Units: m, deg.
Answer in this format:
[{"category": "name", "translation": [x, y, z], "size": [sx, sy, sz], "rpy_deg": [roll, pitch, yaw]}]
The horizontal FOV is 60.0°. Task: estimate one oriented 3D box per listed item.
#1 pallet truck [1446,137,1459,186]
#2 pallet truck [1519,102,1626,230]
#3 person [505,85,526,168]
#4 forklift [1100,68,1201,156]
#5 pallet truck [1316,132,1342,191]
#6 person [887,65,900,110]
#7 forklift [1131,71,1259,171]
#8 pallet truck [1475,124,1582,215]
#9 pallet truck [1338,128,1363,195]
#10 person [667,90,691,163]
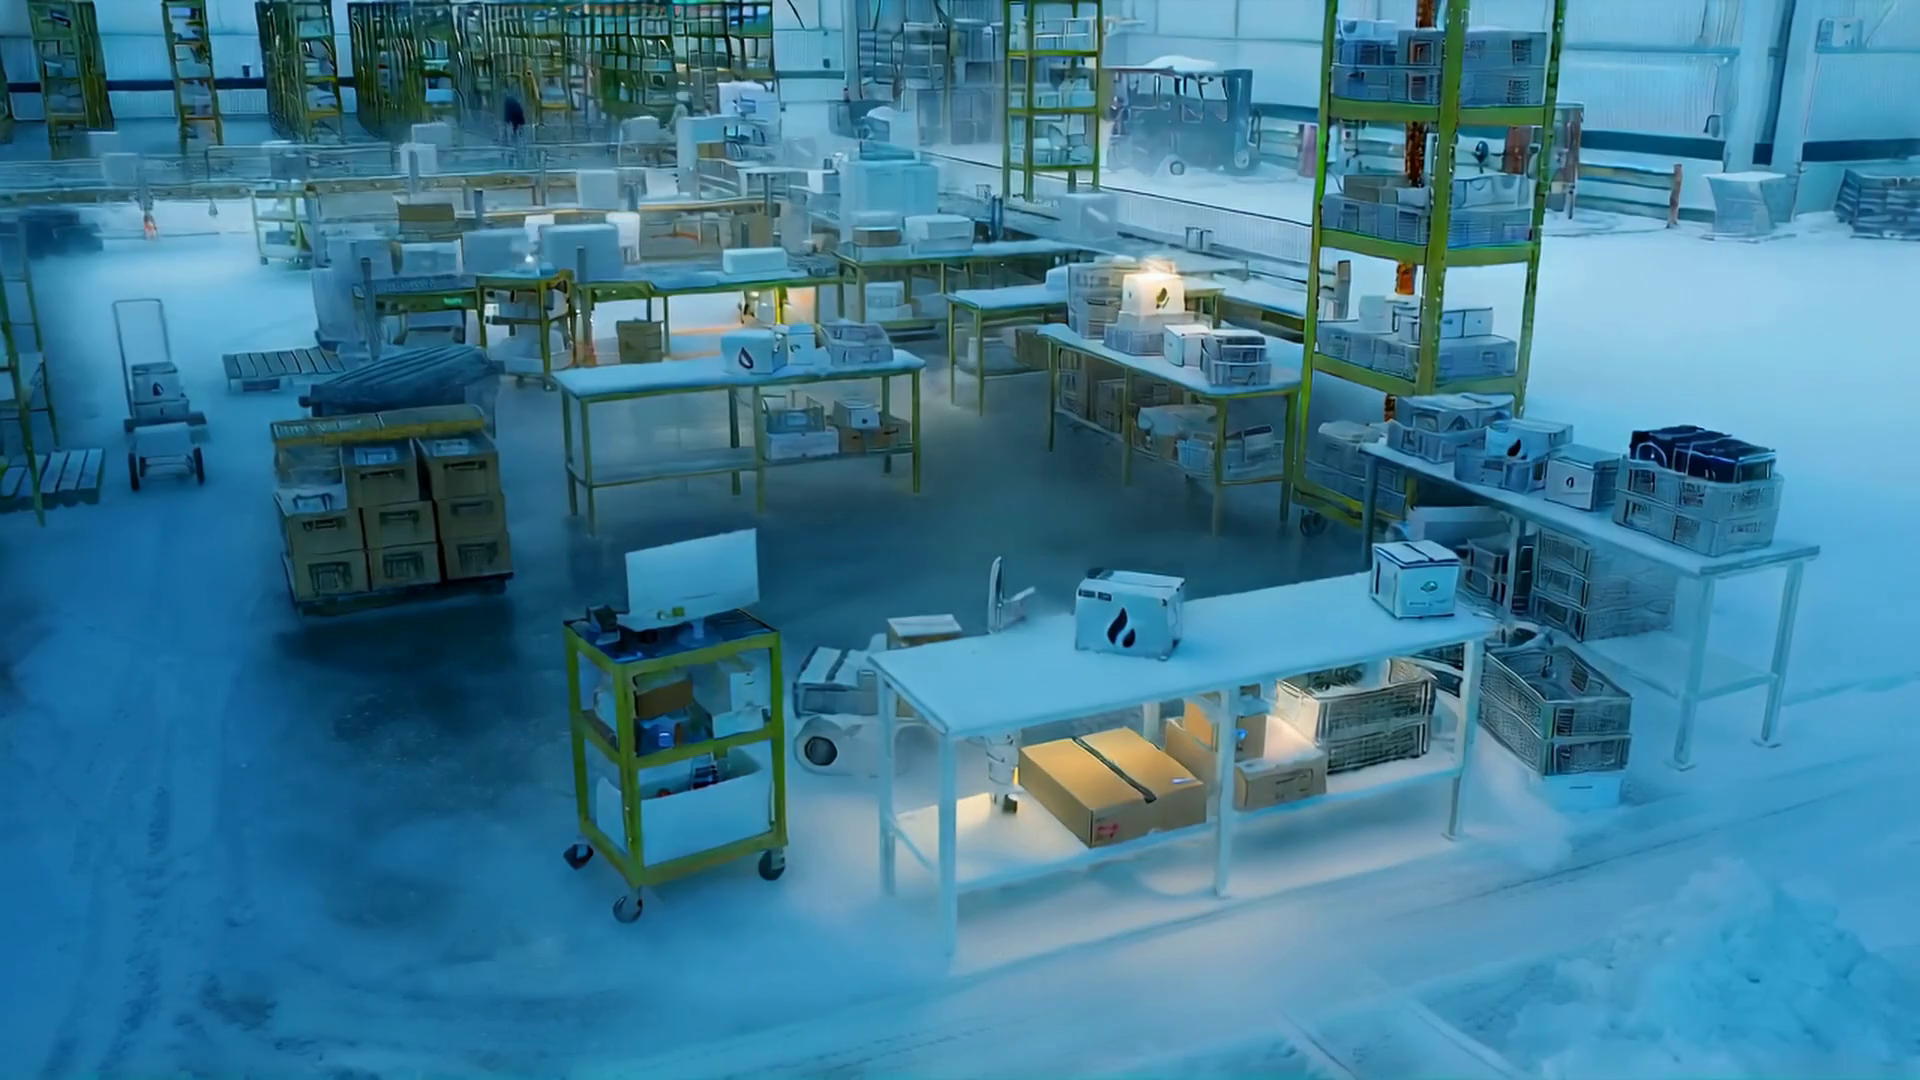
[{"category": "pallet truck", "translation": [9.184, -6.485, 29.328], "size": [1.630, 1.274, 0.653], "rpy_deg": [-8, 19, -23]}, {"category": "pallet truck", "translation": [9.972, -6.037, 26.785], "size": [1.885, 1.965, 0.823], "rpy_deg": [-9, 20, -25]}, {"category": "person", "translation": [-9.412, -8.687, 35.307], "size": [0.418, 1.887, 0.669], "rpy_deg": [-5, 18, -15]}, {"category": "forklift", "translation": [4.082, -9.564, 37.410], "size": [2.680, 1.987, 1.157], "rpy_deg": [-8, 19, -23]}, {"category": "pallet truck", "translation": [7.723, -7.504, 32.656], "size": [1.601, 1.201, 0.680], "rpy_deg": [-8, 19, -23]}, {"category": "person", "translation": [-1.954, -13.407, 50.248], "size": [0.570, 1.843, 0.372], "rpy_deg": [-17, 24, -42]}, {"category": "forklift", "translation": [4.998, -8.936, 35.413], "size": [2.680, 1.987, 1.157], "rpy_deg": [-9, 20, -25]}, {"category": "pallet truck", "translation": [9.707, -6.455, 28.103], "size": [1.885, 1.965, 0.823], "rpy_deg": [-7, 19, -20]}, {"category": "pallet truck", "translation": [7.845, -7.140, 31.411], "size": [1.522, 1.261, 0.704], "rpy_deg": [-9, 20, -25]}, {"category": "person", "translation": [-5.935, -8.613, 35.233], "size": [0.854, 1.800, 0.588], "rpy_deg": [2, 18, 5]}]
